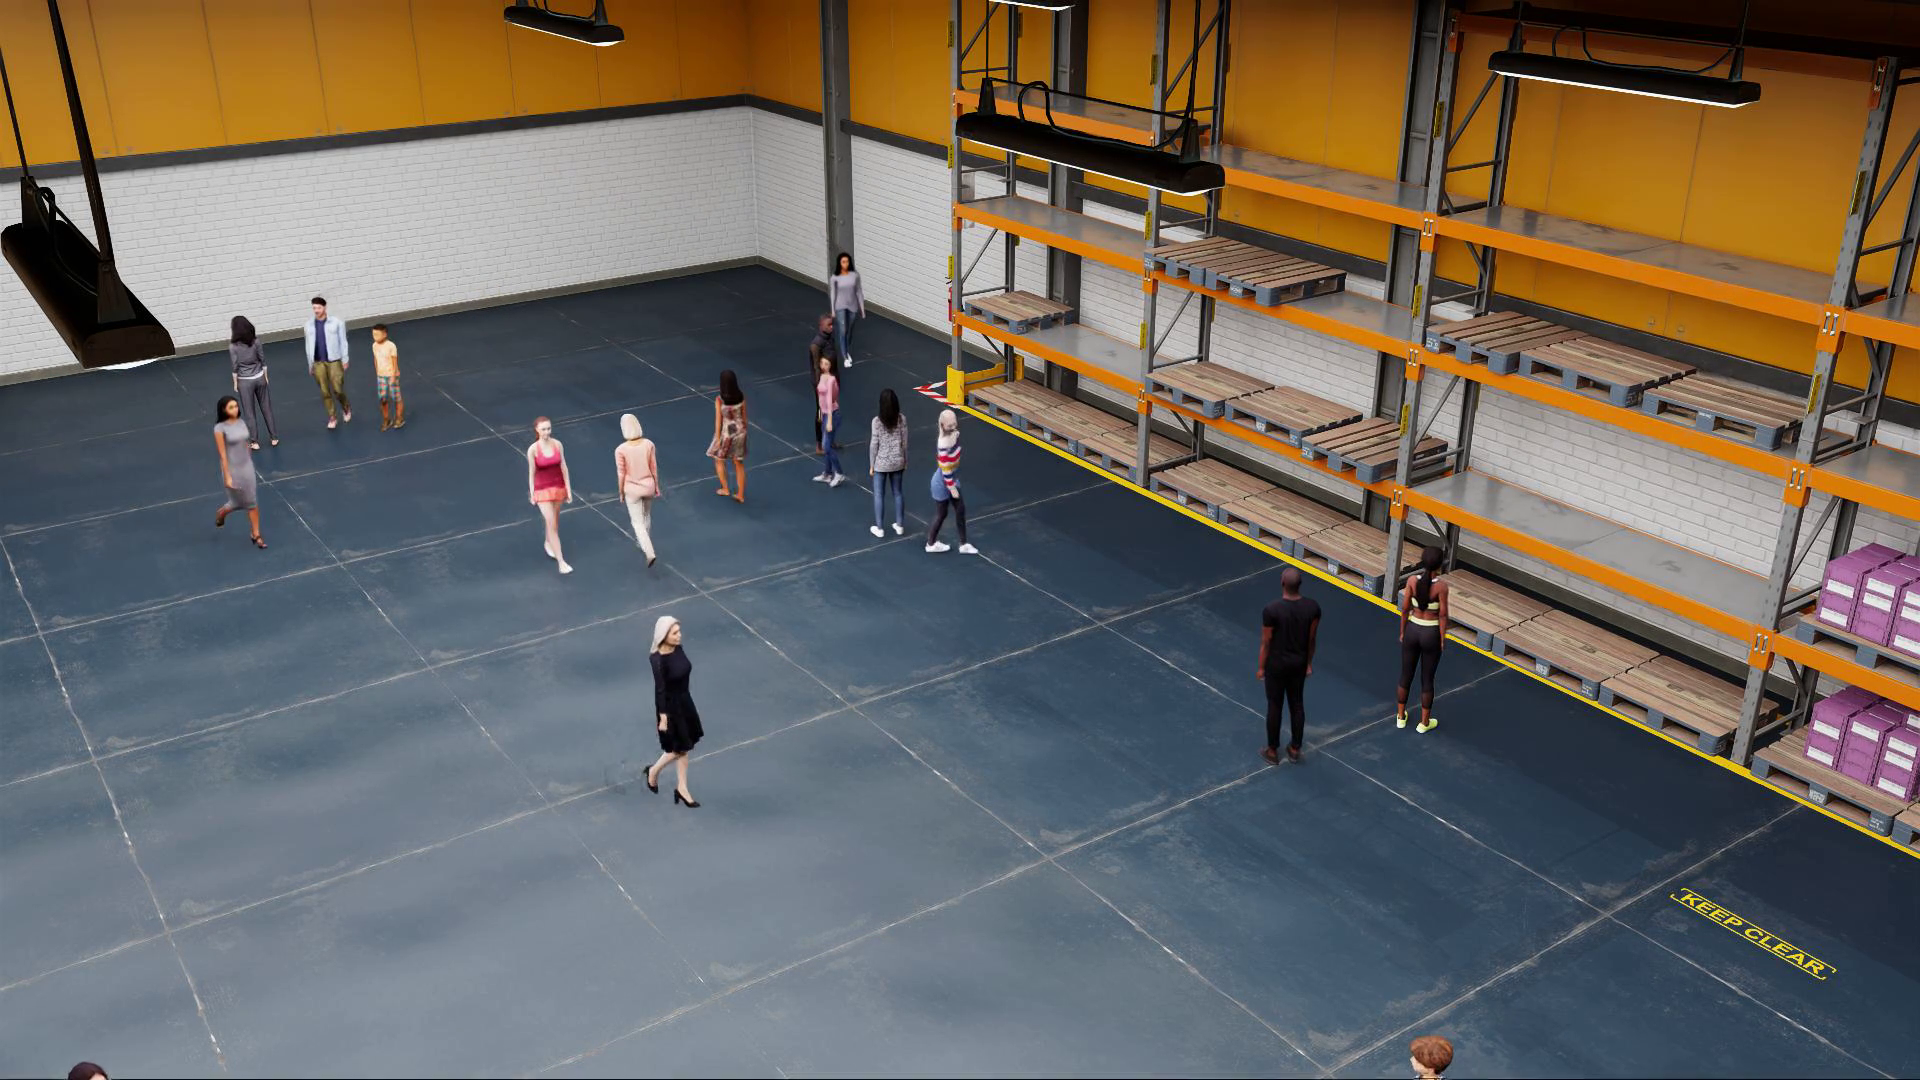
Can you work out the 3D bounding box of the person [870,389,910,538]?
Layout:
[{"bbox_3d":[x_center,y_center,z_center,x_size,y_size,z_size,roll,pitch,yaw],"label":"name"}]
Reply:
[{"bbox_3d":[-0.809,-0.878,18.877,0.653,1.731,0.586,-11,26,-23],"label":"person"}]

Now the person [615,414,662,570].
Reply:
[{"bbox_3d":[-3.466,-0.509,18.084,0.662,1.690,1.086,-13,27,-27],"label":"person"}]

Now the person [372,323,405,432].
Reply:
[{"bbox_3d":[-7.622,-2.215,22.293,0.676,1.445,0.740,3,24,7],"label":"person"}]

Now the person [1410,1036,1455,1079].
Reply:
[{"bbox_3d":[2.715,3.423,9.429,0.865,1.418,0.771,8,25,18],"label":"person"}]

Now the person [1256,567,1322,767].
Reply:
[{"bbox_3d":[2.803,1.082,14.284,0.738,1.818,0.698,-4,24,-10],"label":"person"}]

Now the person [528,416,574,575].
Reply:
[{"bbox_3d":[-4.482,-0.537,18.133,0.554,1.702,1.132,-17,29,-33],"label":"person"}]

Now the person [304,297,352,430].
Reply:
[{"bbox_3d":[-8.444,-2.392,22.256,0.835,1.798,0.876,-1,24,-3],"label":"person"}]

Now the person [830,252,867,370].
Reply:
[{"bbox_3d":[-1.710,-3.449,24.800,0.807,1.698,1.131,-9,25,-20],"label":"person"}]

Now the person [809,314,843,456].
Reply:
[{"bbox_3d":[-1.736,-2.007,21.327,0.802,1.838,0.777,7,25,16],"label":"person"}]

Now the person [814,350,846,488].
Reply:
[{"bbox_3d":[-1.568,-1.487,20.259,0.843,1.739,0.665,-1,24,-3],"label":"person"}]

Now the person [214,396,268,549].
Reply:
[{"bbox_3d":[-8.114,-0.750,18.545,1.033,1.762,0.848,12,26,26],"label":"person"}]

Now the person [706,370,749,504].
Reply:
[{"bbox_3d":[-2.675,-1.209,19.757,0.668,1.632,0.672,-18,29,-35],"label":"person"}]

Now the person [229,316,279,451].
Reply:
[{"bbox_3d":[-9.153,-2.040,21.496,0.604,1.761,0.524,-18,29,-35],"label":"person"}]

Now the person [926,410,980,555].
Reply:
[{"bbox_3d":[-0.198,-0.646,18.309,1.031,1.761,0.940,6,24,13],"label":"person"}]

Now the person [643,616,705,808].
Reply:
[{"bbox_3d":[-2.414,1.401,13.658,0.908,1.735,0.823,7,25,17],"label":"person"}]

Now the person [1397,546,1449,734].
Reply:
[{"bbox_3d":[4.112,0.886,14.814,0.566,1.754,0.693,14,27,30],"label":"person"}]
